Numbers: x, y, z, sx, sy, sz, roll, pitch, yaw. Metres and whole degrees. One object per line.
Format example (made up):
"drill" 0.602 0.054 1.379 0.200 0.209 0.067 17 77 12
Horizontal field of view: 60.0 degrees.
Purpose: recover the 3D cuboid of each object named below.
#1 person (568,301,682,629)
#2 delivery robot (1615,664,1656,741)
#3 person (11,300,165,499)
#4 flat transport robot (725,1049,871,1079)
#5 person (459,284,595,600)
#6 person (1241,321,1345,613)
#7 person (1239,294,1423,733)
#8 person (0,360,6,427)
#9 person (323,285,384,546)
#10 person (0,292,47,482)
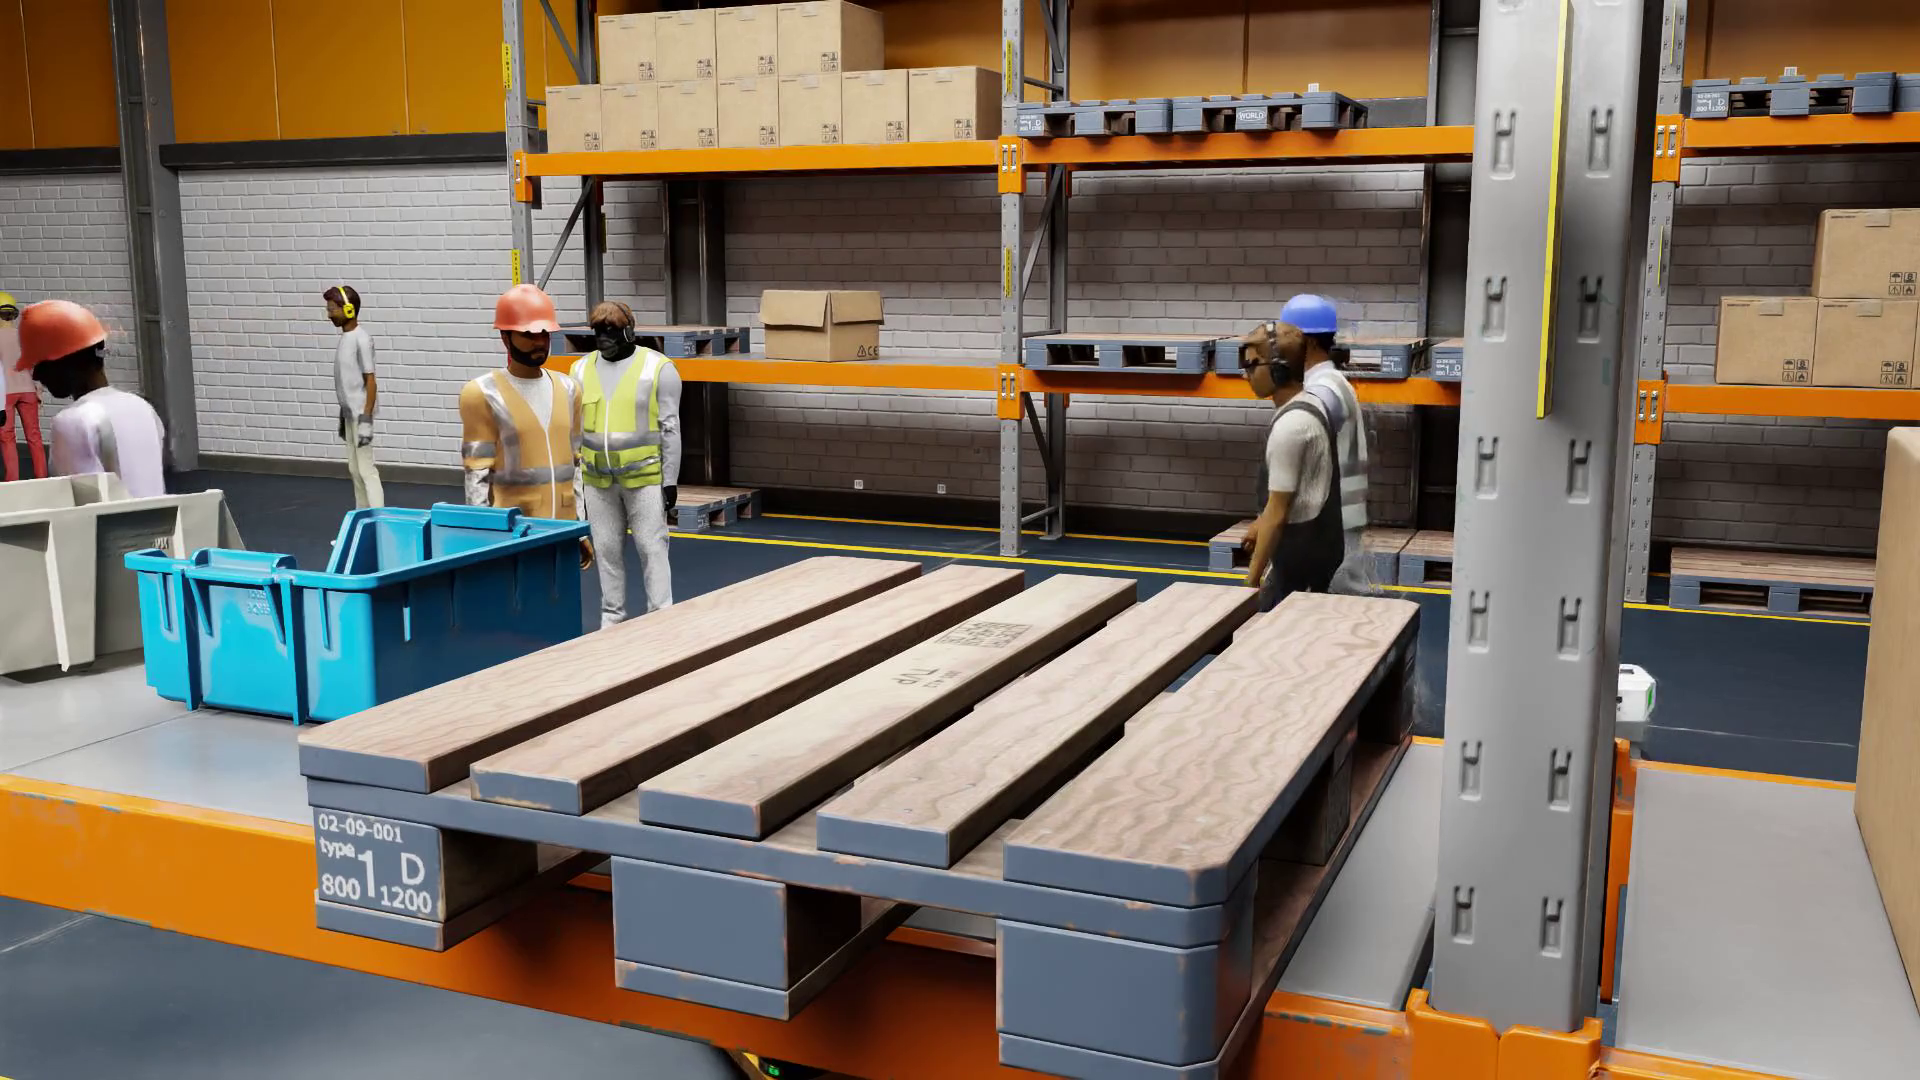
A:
"person" -1.742 -0.312 8.588 0.633 1.831 0.429 2 10 12
"delivery robot" 2.352 0.611 6.576 0.707 0.478 0.477 1 10 7
"person" -2.924 0.143 5.657 0.711 1.892 0.617 1 10 7
"flat transport robot" 0.040 1.146 4.499 1.431 0.197 0.652 -5 11 -28
"person" -1.694 -0.041 6.625 0.356 1.936 0.551 8 12 40
"person" 1.124 0.099 6.182 0.880 1.803 0.535 3 10 18
"person" 1.532 -0.100 7.142 1.032 1.891 0.606 1 10 8
"person" -7.646 -1.012 12.728 0.633 1.842 0.429 -5 11 -26
"person" -4.255 -0.849 11.690 0.330 1.865 0.518 -7 12 -36
"person" -8.211 -1.253 14.400 0.324 1.767 0.533 6 11 34
